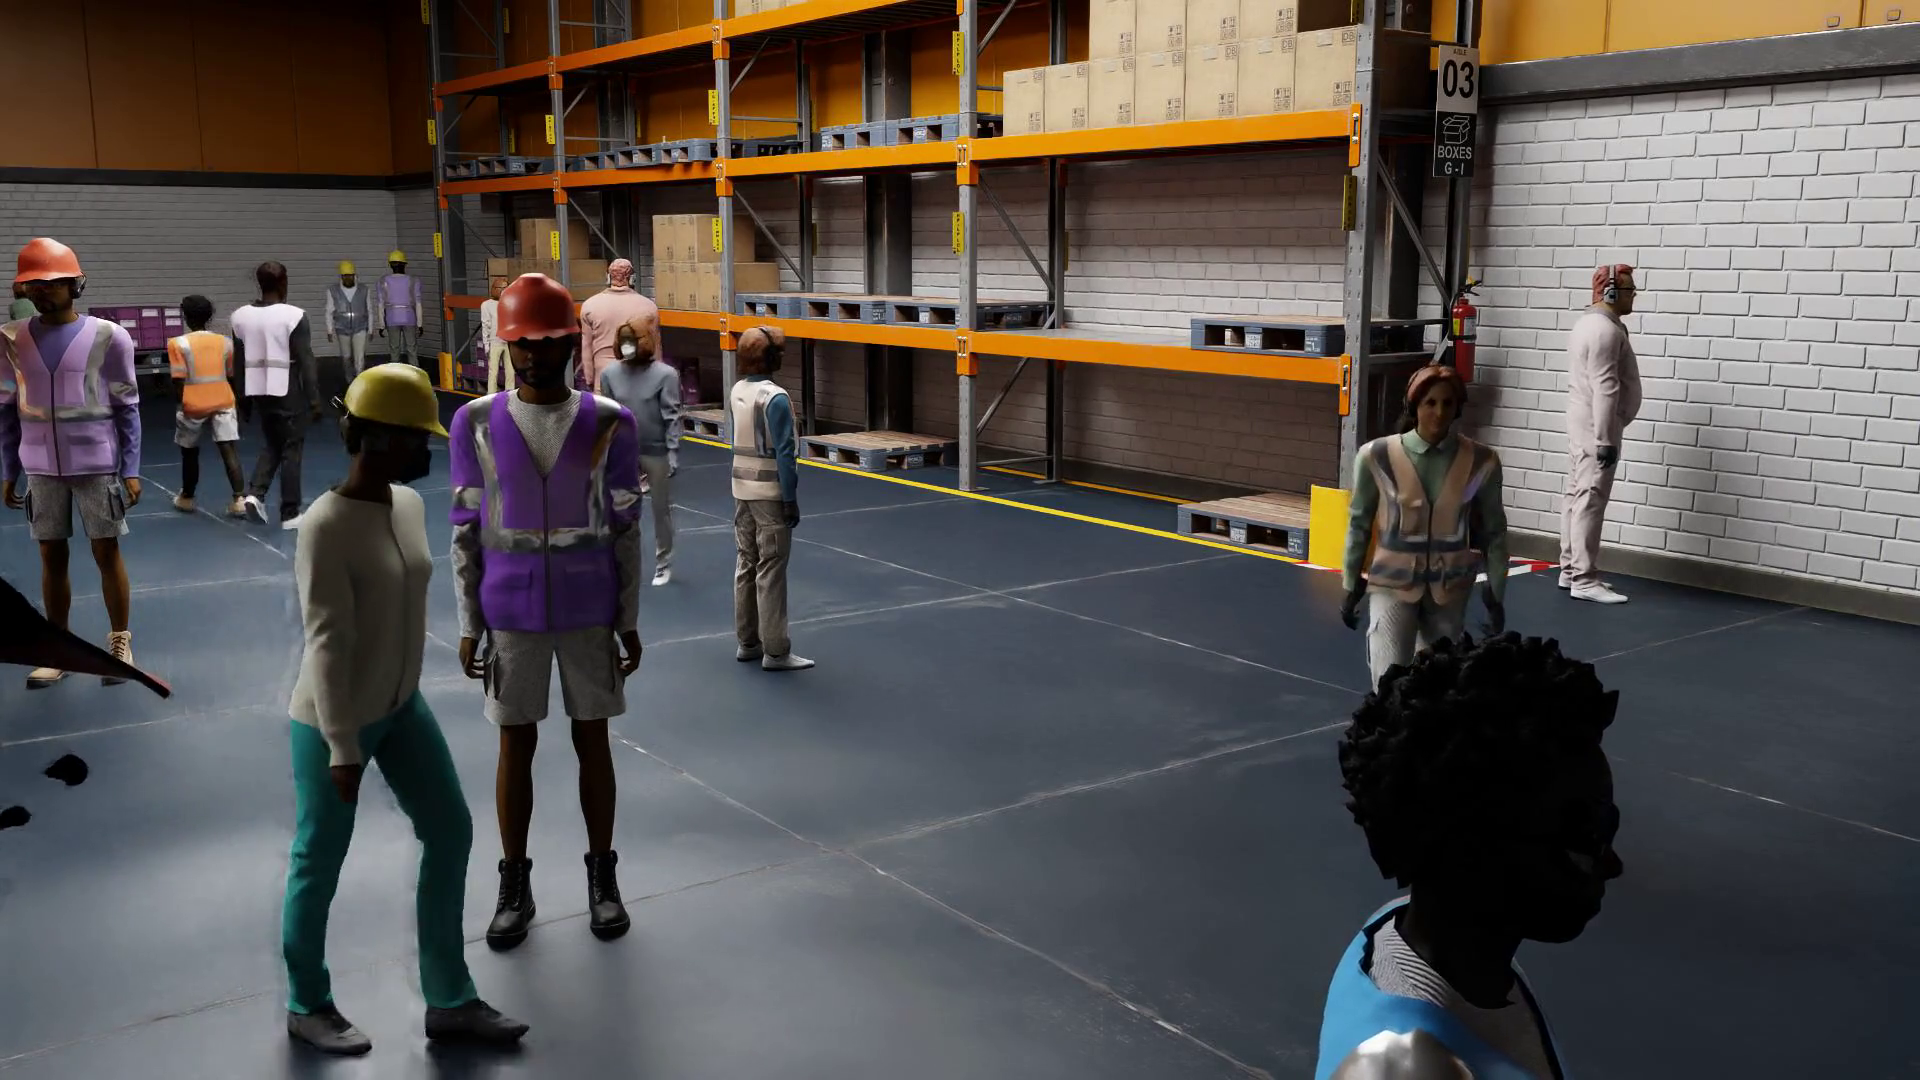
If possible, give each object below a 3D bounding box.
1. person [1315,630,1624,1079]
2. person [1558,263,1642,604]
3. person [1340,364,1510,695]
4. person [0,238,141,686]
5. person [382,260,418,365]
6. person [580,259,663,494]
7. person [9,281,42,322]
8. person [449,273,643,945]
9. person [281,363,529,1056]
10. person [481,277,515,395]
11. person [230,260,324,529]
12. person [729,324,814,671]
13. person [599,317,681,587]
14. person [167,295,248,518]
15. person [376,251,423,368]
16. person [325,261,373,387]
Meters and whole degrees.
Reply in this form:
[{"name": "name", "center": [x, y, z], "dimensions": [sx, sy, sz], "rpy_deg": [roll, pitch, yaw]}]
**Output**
[{"name": "person", "center": [0.438, 0.912, 1.543], "dimensions": [0.315, 1.696, 0.541], "rpy_deg": [3, 10, 15]}, {"name": "person", "center": [3.657, -0.609, 9.476], "dimensions": [0.400, 1.910, 0.643], "rpy_deg": [2, 10, 11]}, {"name": "person", "center": [1.595, 0.217, 5.672], "dimensions": [0.541, 1.605, 0.755], "rpy_deg": [1, 10, 4]}, {"name": "person", "center": [-4.070, -0.342, 7.596], "dimensions": [0.614, 2.043, 0.373], "rpy_deg": [-2, 10, -9]}, {"name": "person", "center": [-8.291, -3.296, 24.625], "dimensions": [0.518, 1.874, 0.326], "rpy_deg": [-1, 10, -7]}, {"name": "person", "center": [-2.725, -1.313, 13.457], "dimensions": [0.646, 1.900, 0.400], "rpy_deg": [-1, 10, -5]}, {"name": "person", "center": [-11.190, -2.348, 20.059], "dimensions": [0.571, 1.593, 0.530], "rpy_deg": [2, 10, 12]}, {"name": "person", "center": [-1.184, 0.208, 4.816], "dimensions": [0.545, 1.938, 0.357], "rpy_deg": [-2, 10, -13]}, {"name": "person", "center": [-1.384, 0.438, 4.097], "dimensions": [0.753, 1.720, 0.581], "rpy_deg": [3, 11, 16]}, {"name": "person", "center": [-5.398, -2.278, 19.615], "dimensions": [0.496, 1.629, 0.277], "rpy_deg": [-9, 13, -41]}, {"name": "person", "center": [-4.828, -1.016, 11.781], "dimensions": [0.596, 1.904, 0.441], "rpy_deg": [3, 11, 17]}, {"name": "person", "center": [-0.926, -0.198, 7.913], "dimensions": [0.308, 1.645, 0.514], "rpy_deg": [-7, 12, -35]}, {"name": "person", "center": [-1.857, -0.475, 9.573], "dimensions": [0.519, 1.592, 0.819], "rpy_deg": [2, 10, 10]}, {"name": "person", "center": [-5.592, -0.992, 12.339], "dimensions": [0.891, 1.646, 0.545], "rpy_deg": [8, 13, 39]}, {"name": "person", "center": [-7.558, -2.937, 22.475], "dimensions": [0.587, 1.922, 0.383], "rpy_deg": [-3, 11, -16]}, {"name": "person", "center": [-8.259, -2.877, 22.518], "dimensions": [0.605, 1.792, 0.921], "rpy_deg": [-4, 11, -19]}]
